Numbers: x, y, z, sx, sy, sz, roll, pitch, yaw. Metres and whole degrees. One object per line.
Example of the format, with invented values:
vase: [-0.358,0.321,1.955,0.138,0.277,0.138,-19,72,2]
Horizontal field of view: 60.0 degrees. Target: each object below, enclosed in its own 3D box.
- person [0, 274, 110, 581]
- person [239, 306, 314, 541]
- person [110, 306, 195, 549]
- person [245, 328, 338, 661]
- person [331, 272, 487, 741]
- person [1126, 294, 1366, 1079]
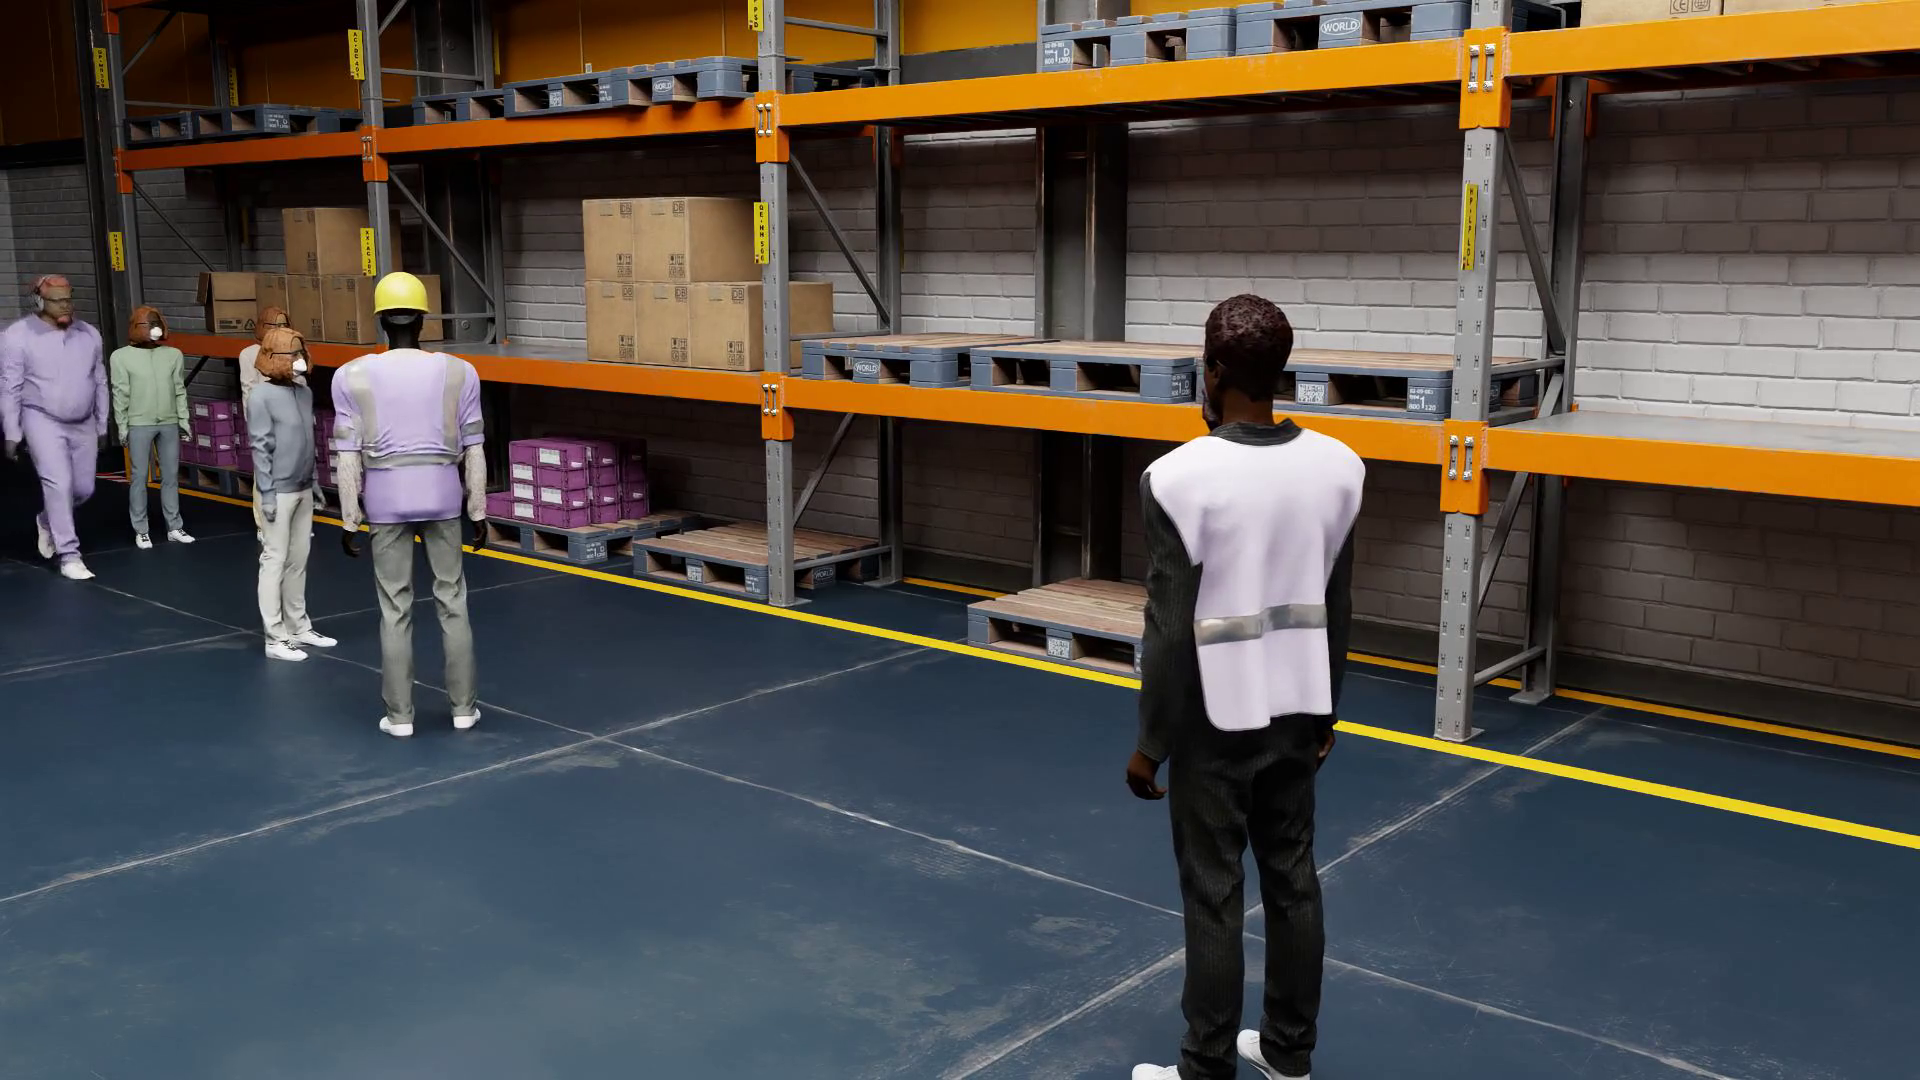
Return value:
person: [-5.626,-0.709,10.314,0.798,1.876,0.664,6,12,30]
person: [-4.717,-0.796,11.497,0.277,1.629,0.497,7,12,35]
person: [-5.478,-0.767,11.299,0.277,1.636,0.507,8,13,38]
person: [-3.326,-0.230,8.255,0.277,1.633,0.504,2,10,10]
person: [-2.265,-0.136,6.887,0.594,1.921,0.385,-5,11,-24]
person: [0.652,0.403,3.834,0.592,1.920,0.392,-6,11,-29]
